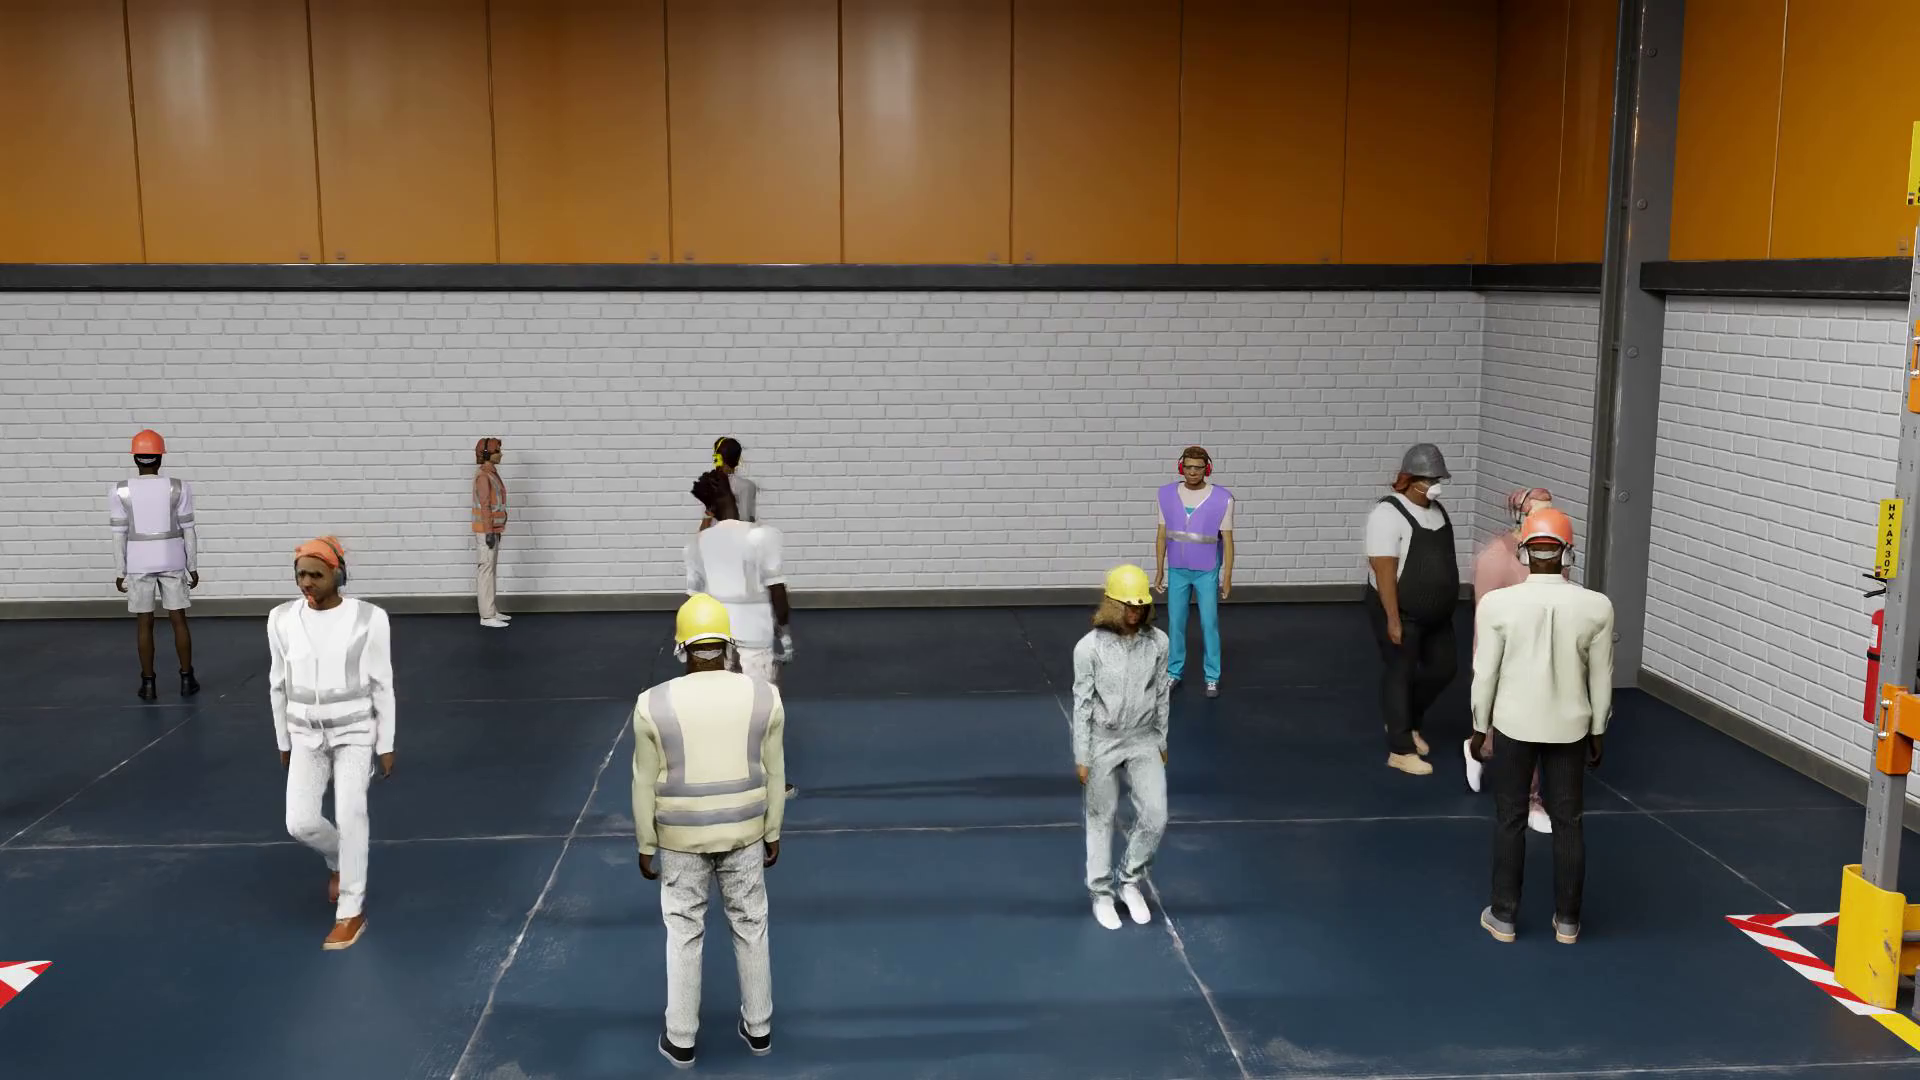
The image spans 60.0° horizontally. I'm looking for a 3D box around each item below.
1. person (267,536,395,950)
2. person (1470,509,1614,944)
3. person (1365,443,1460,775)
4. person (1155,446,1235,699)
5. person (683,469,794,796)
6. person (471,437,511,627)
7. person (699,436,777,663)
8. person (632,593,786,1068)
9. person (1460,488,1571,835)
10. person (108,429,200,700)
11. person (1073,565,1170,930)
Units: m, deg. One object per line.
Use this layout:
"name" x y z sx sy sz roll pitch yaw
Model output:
"person" -2.853 0.899 7.625 0.580 1.871 0.543 0 9 2
"person" 2.631 0.848 7.575 0.613 1.982 0.407 1 9 9
"person" 2.784 0.403 10.184 0.705 2.000 0.535 -6 11 -35
"person" 1.694 0.227 11.975 0.575 1.831 0.407 4 10 26
"person" -1.280 0.559 9.605 0.708 1.927 0.381 4 10 24
"person" -4.072 -0.071 14.415 0.314 1.641 0.515 -1 9 -8
"person" -1.710 0.143 12.484 0.893 1.839 0.533 6 11 35
"person" -0.966 1.114 6.420 0.591 1.823 0.405 -3 10 -19
"person" 3.096 0.630 9.241 0.652 1.885 0.770 -5 11 -31
"person" -5.774 0.175 11.944 0.551 1.934 0.373 -5 10 -27
"person" 0.749 0.961 7.673 0.514 1.725 0.446 -3 9 -17
